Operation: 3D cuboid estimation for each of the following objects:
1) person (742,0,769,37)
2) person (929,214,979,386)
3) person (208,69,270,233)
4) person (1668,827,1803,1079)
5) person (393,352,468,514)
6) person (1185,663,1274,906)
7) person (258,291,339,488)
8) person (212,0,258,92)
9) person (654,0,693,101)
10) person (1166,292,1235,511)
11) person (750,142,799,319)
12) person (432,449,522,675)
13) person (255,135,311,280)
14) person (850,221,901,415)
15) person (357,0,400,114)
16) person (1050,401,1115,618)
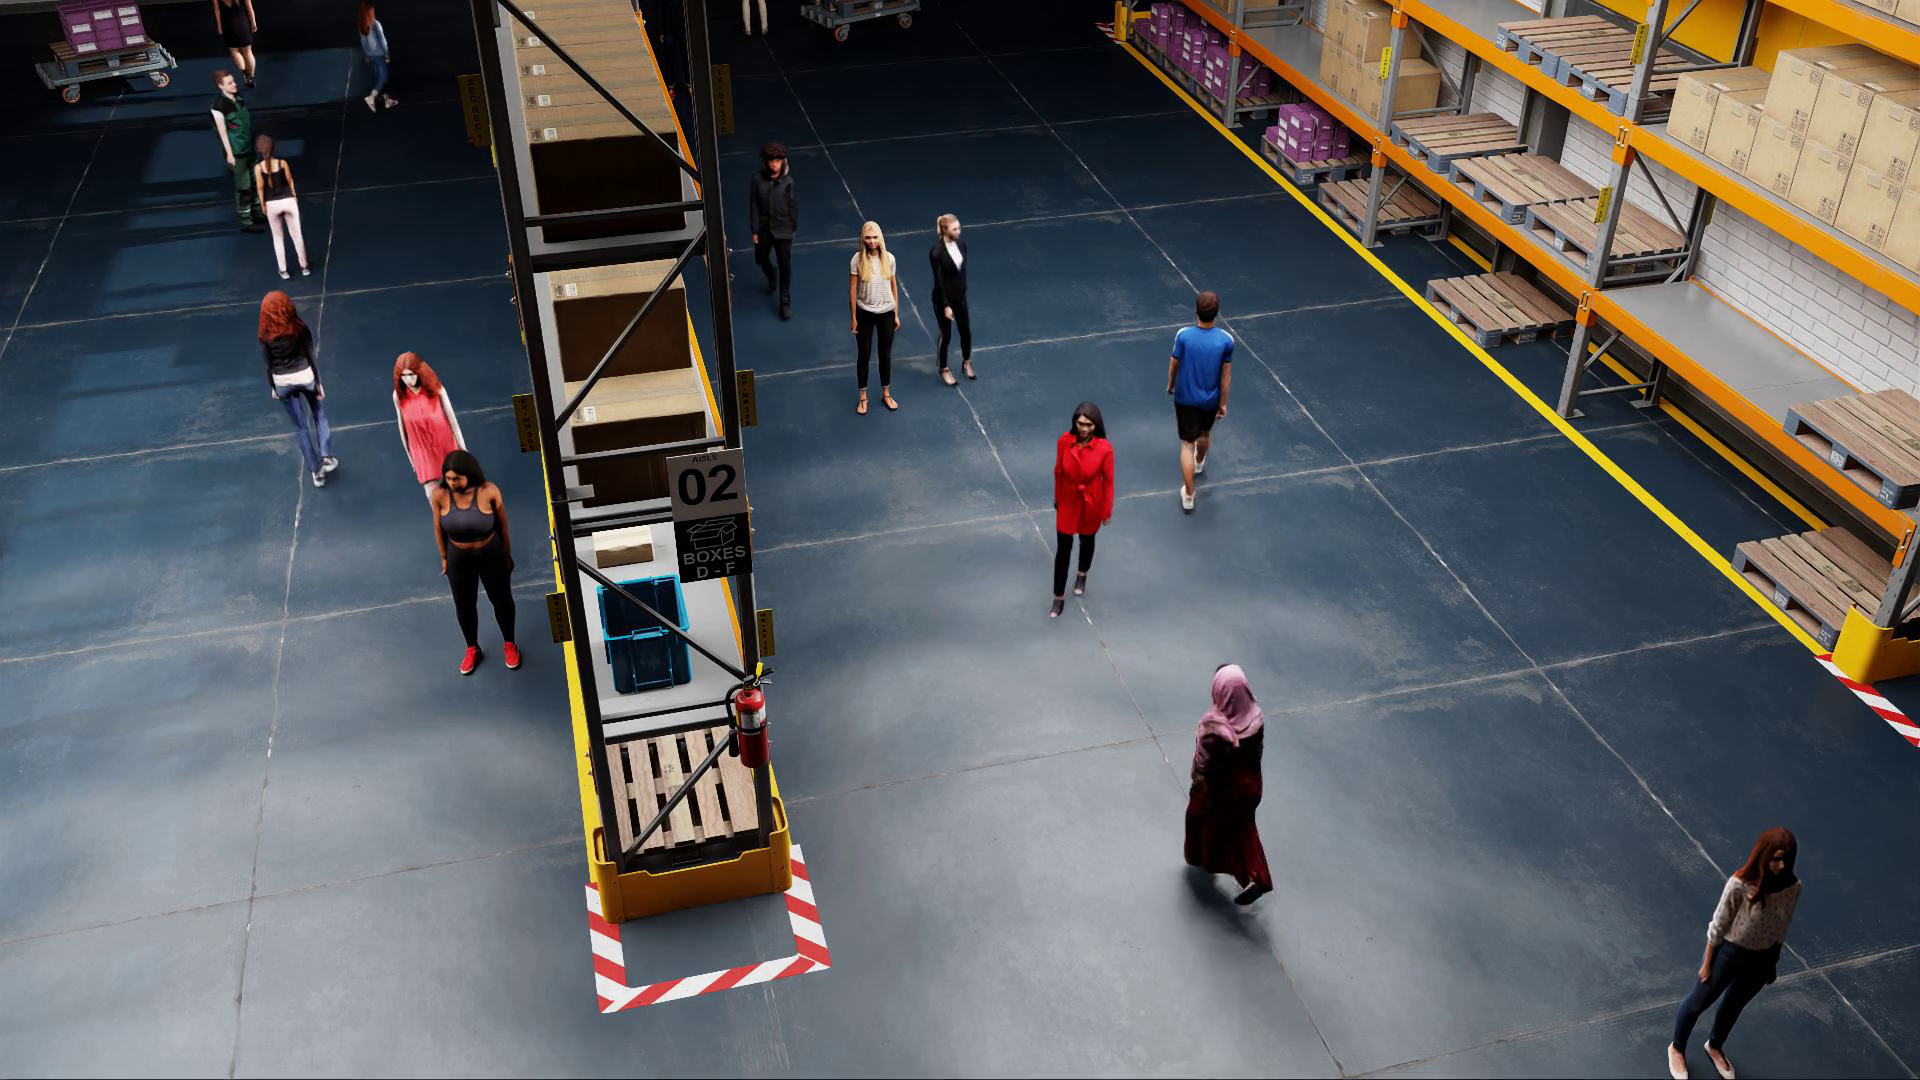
[{"bbox_3d":[-3.117,-8.457,24.709,0.642,1.848,0.542,-8,34,-11],"label":"person"},{"bbox_3d":[-0.150,-2.238,15.489,0.730,1.697,0.713,28,43,36],"label":"person"},{"bbox_3d":[-8.033,-4.349,18.537,0.777,1.838,0.660,8,34,11],"label":"person"},{"bbox_3d":[4.121,2.189,8.800,0.619,1.728,0.576,-1,34,-2],"label":"person"},{"bbox_3d":[-4.117,-0.719,13.110,0.698,1.801,1.054,-8,34,-12],"label":"person"},{"bbox_3d":[1.633,1.512,9.926,0.685,1.610,0.965,-13,36,-18],"label":"person"},{"bbox_3d":[-5.531,-1.216,13.878,0.605,1.778,0.636,-13,36,-18],"label":"person"},{"bbox_3d":[-9.758,-6.898,22.488,0.762,1.709,0.836,-17,37,-24],"label":"person"},{"bbox_3d":[-3.806,-6.839,22.302,0.684,1.818,0.584,-9,35,-14],"label":"person"},{"bbox_3d":[1.950,-1.115,13.683,0.870,1.824,1.214,1,34,1],"label":"person"},{"bbox_3d":[-1.904,-3.190,16.860,0.778,1.764,1.059,-2,34,-3],"label":"person"},{"bbox_3d":[-3.441,0.117,11.840,0.678,1.814,0.643,-5,34,-7],"label":"person"},{"bbox_3d":[-7.142,-3.518,17.534,0.566,1.563,0.589,-15,36,-21],"label":"person"},{"bbox_3d":[-0.776,-2.023,15.048,0.608,1.826,0.515,-9,35,-14],"label":"person"},{"bbox_3d":[-7.736,-6.360,21.900,0.871,1.465,0.937,17,37,24],"label":"person"},{"bbox_3d":[0.937,-0.294,12.541,0.896,1.723,1.015,10,35,15],"label":"person"}]
